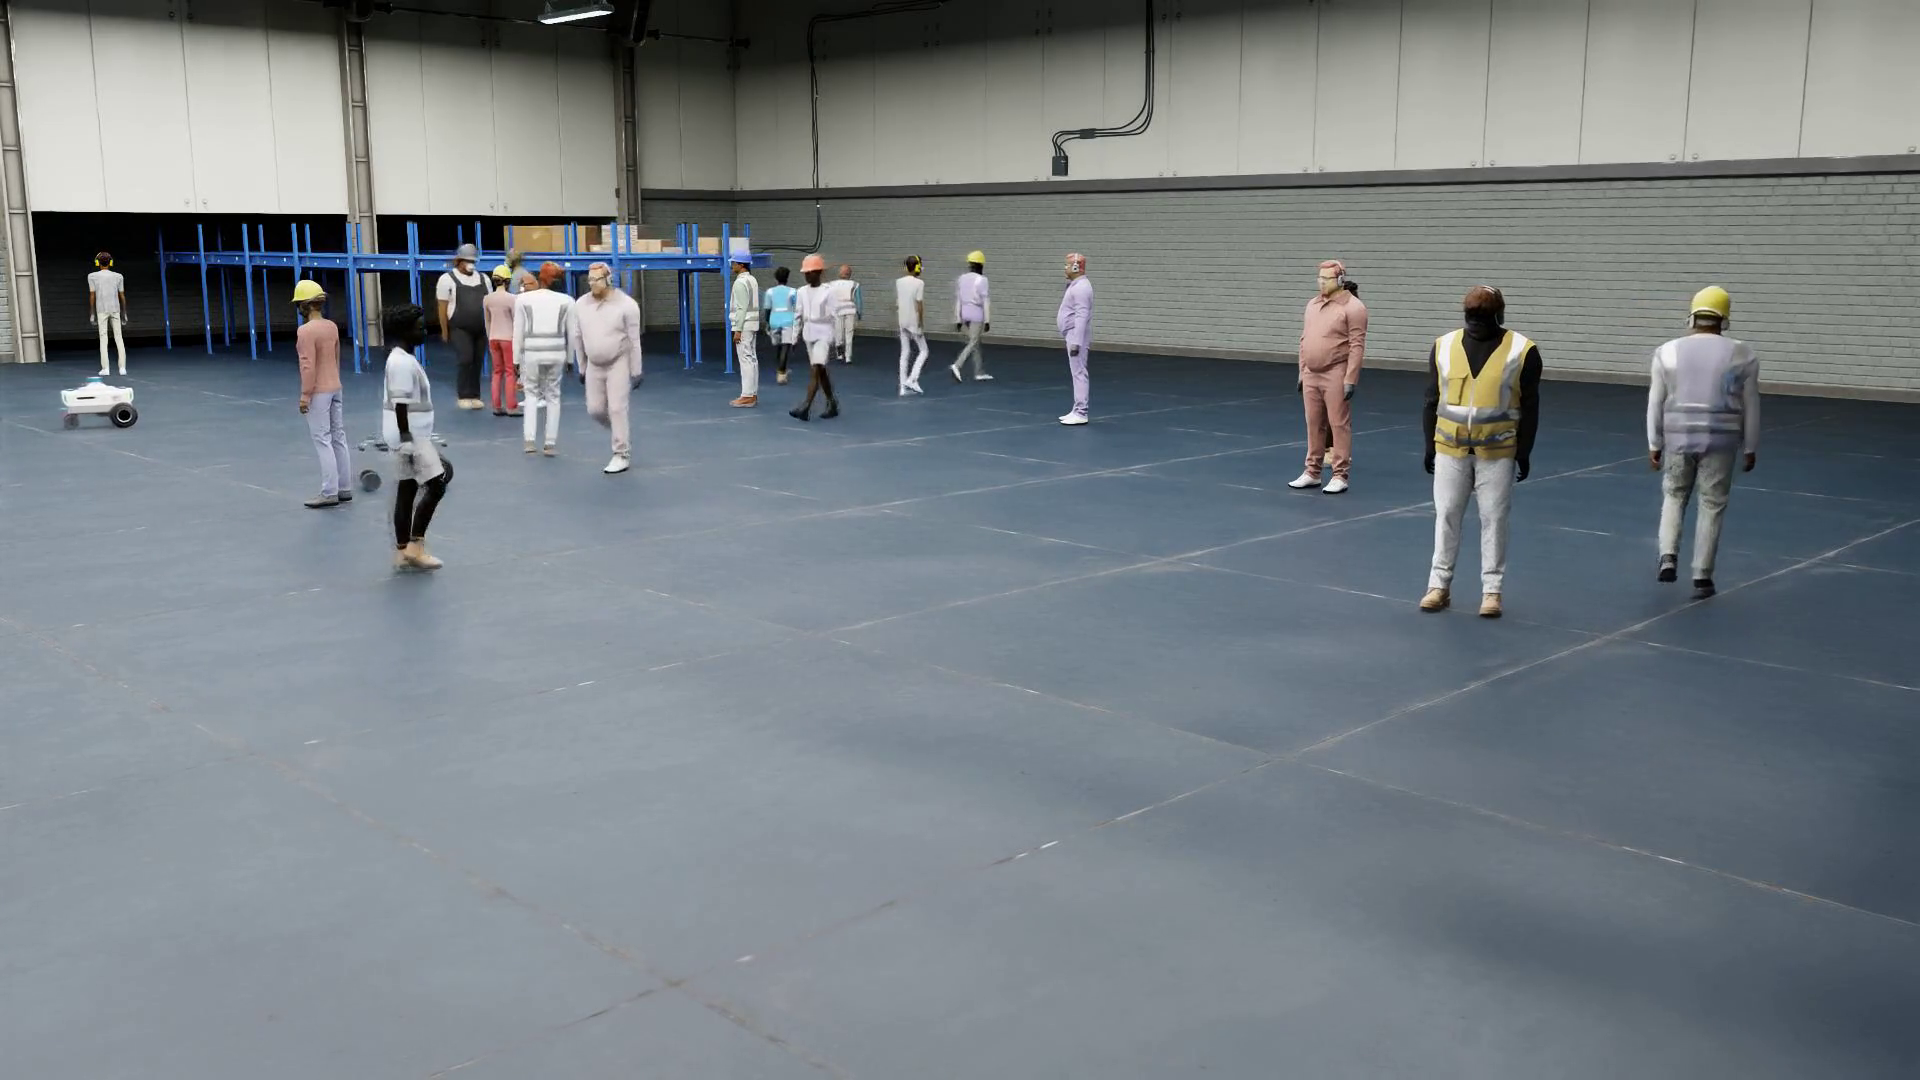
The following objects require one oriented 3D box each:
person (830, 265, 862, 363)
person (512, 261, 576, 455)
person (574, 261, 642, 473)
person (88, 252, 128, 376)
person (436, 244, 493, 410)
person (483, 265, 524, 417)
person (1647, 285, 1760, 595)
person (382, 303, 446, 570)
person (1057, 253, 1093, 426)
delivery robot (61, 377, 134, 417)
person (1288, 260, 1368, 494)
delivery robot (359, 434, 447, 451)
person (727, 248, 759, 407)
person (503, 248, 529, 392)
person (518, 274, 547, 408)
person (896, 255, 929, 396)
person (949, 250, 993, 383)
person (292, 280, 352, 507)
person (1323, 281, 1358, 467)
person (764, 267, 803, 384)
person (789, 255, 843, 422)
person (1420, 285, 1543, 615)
[{"bbox_3d":[-1.901,-3.761,27.717,0.552,1.603,0.786,0,10,-1],"label":"person"},{"bbox_3d":[-3.975,-1.736,15.950,0.615,1.869,0.428,-3,11,-16],"label":"person"},{"bbox_3d":[-3.142,-1.572,15.045,0.661,1.886,0.606,3,11,17],"label":"person"},{"bbox_3d":[-12.942,-3.436,25.268,0.516,1.865,0.312,-8,13,-38],"label":"person"},{"bbox_3d":[-5.910,-2.577,20.195,0.659,2.000,0.691,10,14,44],"label":"person"},{"bbox_3d":[-5.333,-2.328,19.486,0.525,1.768,0.330,5,12,27],"label":"person"},{"bbox_3d":[4.396,-0.586,9.850,0.599,1.817,0.426,7,12,33],"label":"person"},{"bbox_3d":[-3.403,-0.638,10.454,0.435,1.682,0.552,-3,11,-17],"label":"person"},{"bbox_3d":[1.289,-2.256,18.693,0.405,1.911,0.636,1,10,3],"label":"person"},{"bbox_3d":[-9.600,-1.571,18.507,0.707,0.478,0.477,-6,12,-30],"label":"delivery robot"},{"bbox_3d":[3.035,-1.353,13.770,0.411,1.908,0.643,-7,13,-35],"label":"person"},{"bbox_3d":[-4.728,-0.892,14.099,0.698,0.223,0.335,-5,11,-24],"label":"delivery robot"},{"bbox_3d":[-2.674,-2.635,20.639,0.380,1.951,0.607,1,10,6],"label":"person"},{"bbox_3d":[-6.015,-2.980,22.582,0.434,1.928,0.652,0,10,-2],"label":"person"},{"bbox_3d":[-5.281,-2.459,20.544,0.508,1.632,0.270,10,14,43],"label":"person"},{"bbox_3d":[-0.657,-2.844,22.069,0.534,1.855,0.415,8,13,38],"label":"person"},{"bbox_3d":[0.155,-3.232,24.064,0.885,1.899,0.598,-9,14,-41],"label":"person"},{"bbox_3d":[-5.036,-1.149,13.046,0.329,1.765,0.533,1,10,7],"label":"person"},{"bbox_3d":[3.492,-1.524,15.274,0.321,1.696,0.536,3,11,18],"label":"person"},{"bbox_3d":[-2.522,-3.093,23.929,0.538,1.645,0.884,3,11,14],"label":"person"},{"bbox_3d":[-1.679,-2.313,19.084,0.567,1.878,0.996,7,13,34],"label":"person"},{"bbox_3d":[2.896,-0.499,9.316,0.624,1.836,0.430,6,12,29],"label":"person"}]
